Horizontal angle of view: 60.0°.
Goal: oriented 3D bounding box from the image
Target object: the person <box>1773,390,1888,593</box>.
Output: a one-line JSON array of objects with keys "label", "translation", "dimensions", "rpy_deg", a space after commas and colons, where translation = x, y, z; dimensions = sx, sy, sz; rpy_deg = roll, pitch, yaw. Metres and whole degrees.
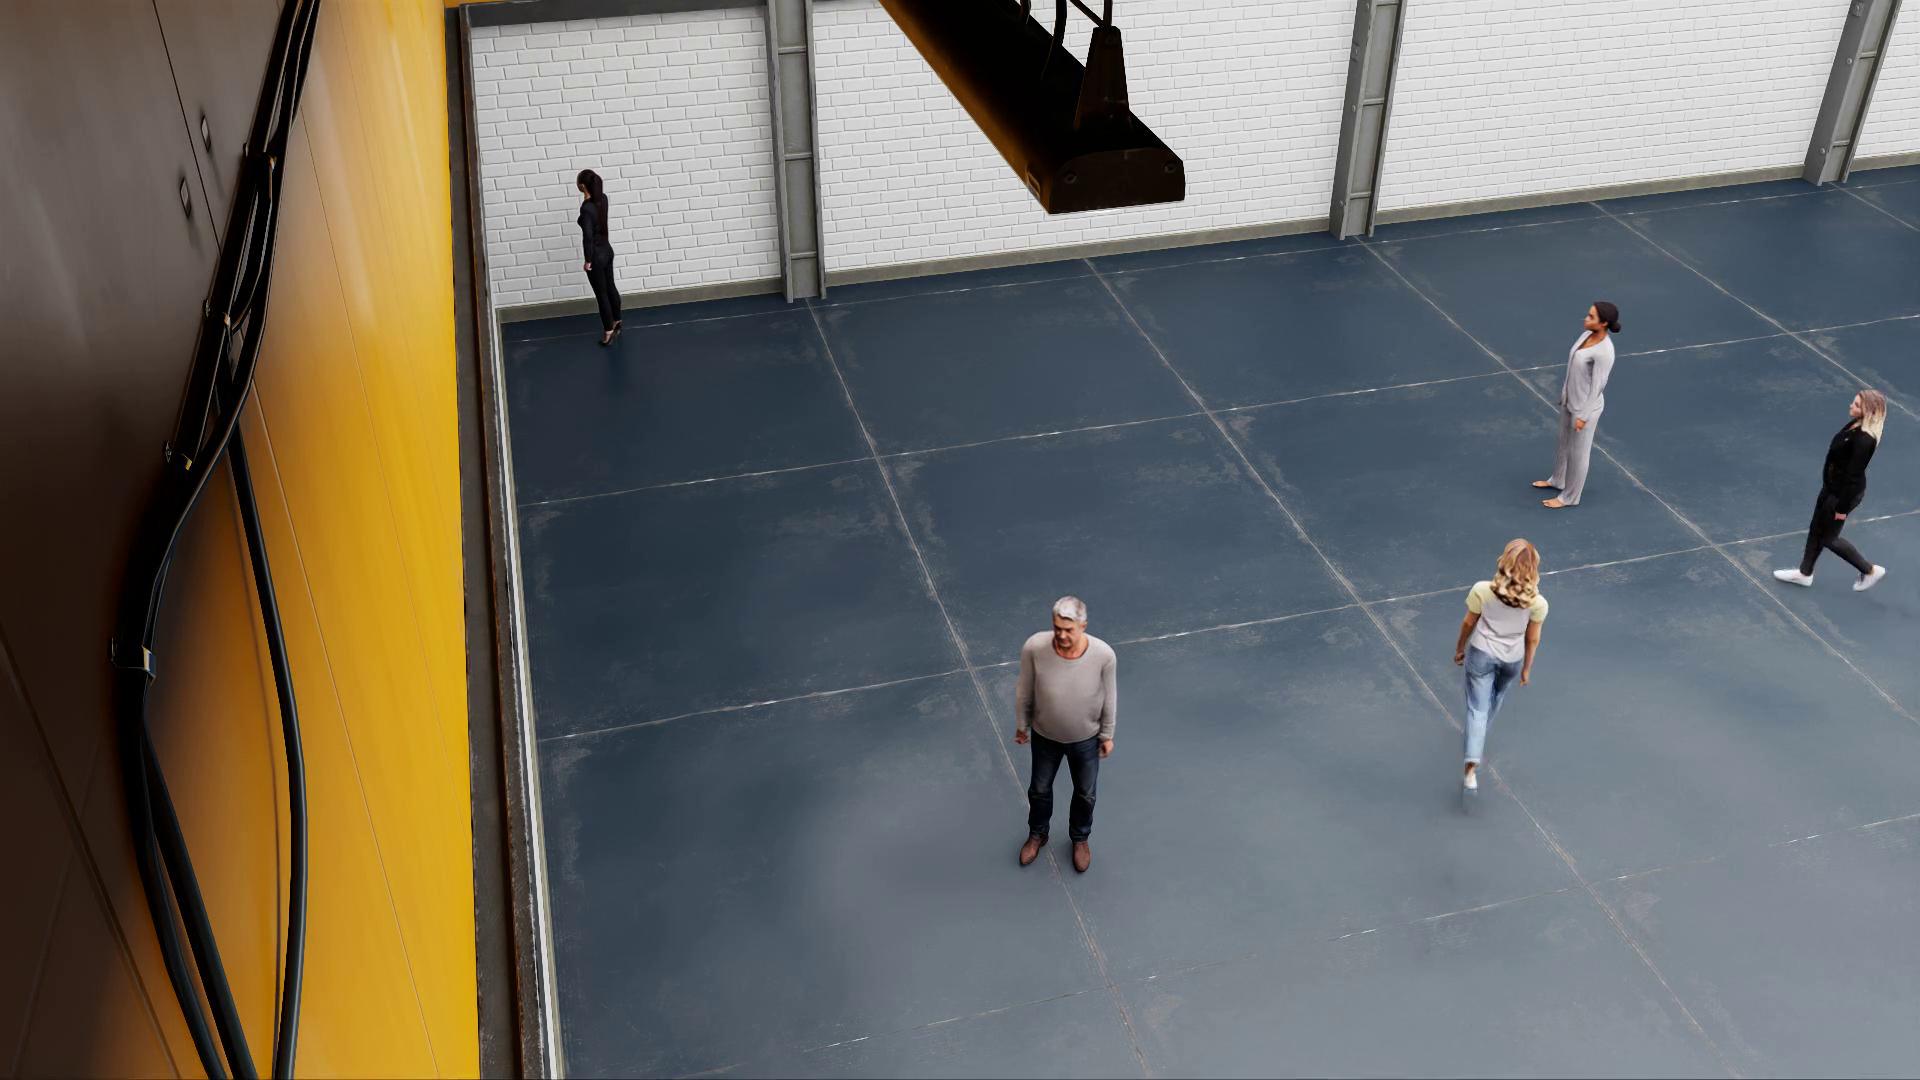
[{"label": "person", "translation": [6.435, -0.304, 11.951], "dimensions": [1.029, 1.666, 0.952], "rpy_deg": [16, 37, 23]}]

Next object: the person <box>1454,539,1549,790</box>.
[{"label": "person", "translation": [3.299, 0.792, 10.278], "dimensions": [1.149, 1.694, 1.080], "rpy_deg": [10, 35, 14]}]

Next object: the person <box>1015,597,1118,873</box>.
[{"label": "person", "translation": [0.612, 1.098, 9.623], "dimensions": [0.740, 1.909, 0.894], "rpy_deg": [6, 34, 8]}]

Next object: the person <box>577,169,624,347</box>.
[{"label": "person", "translation": [-3.337, -2.616, 15.388], "dimensions": [0.649, 1.711, 0.640], "rpy_deg": [9, 35, 14]}]

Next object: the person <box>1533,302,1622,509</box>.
[{"label": "person", "translation": [4.886, -1.080, 13.054], "dimensions": [0.618, 1.737, 0.672], "rpy_deg": [-1, 34, -2]}]
